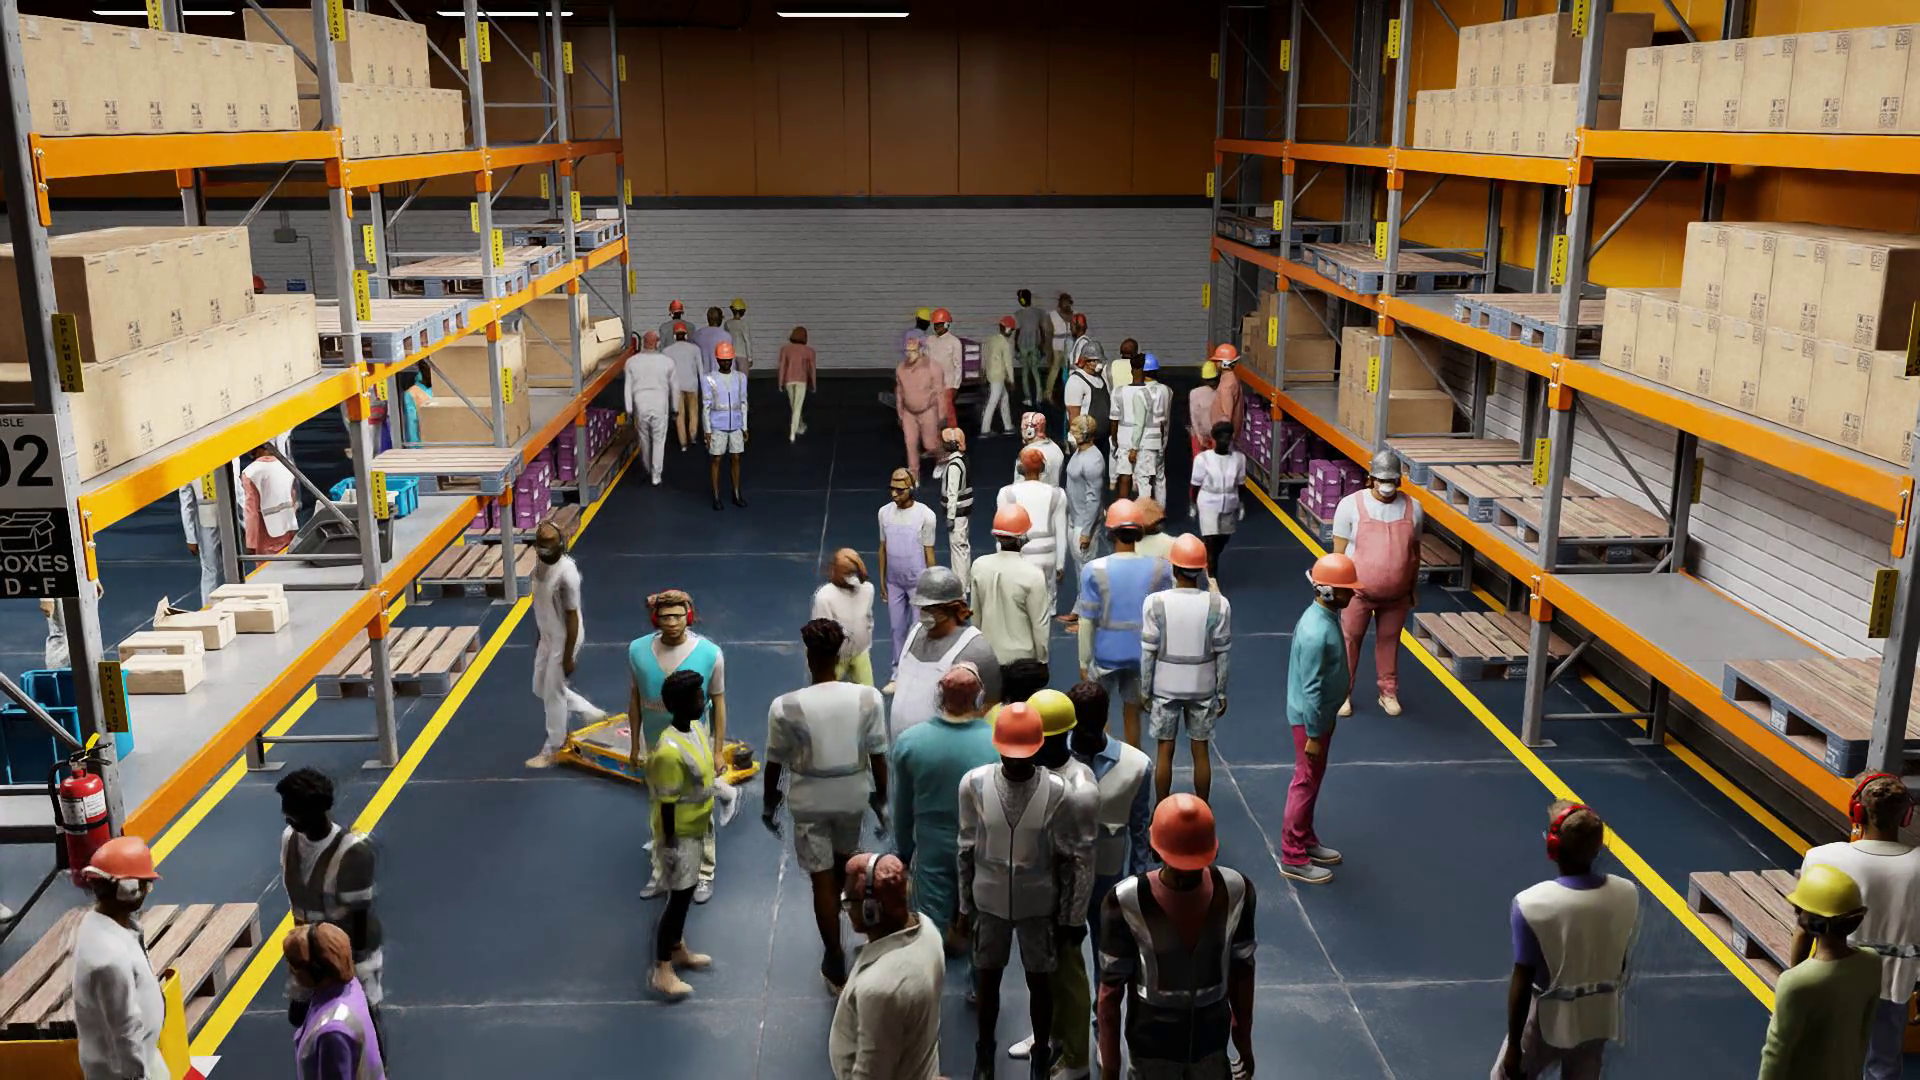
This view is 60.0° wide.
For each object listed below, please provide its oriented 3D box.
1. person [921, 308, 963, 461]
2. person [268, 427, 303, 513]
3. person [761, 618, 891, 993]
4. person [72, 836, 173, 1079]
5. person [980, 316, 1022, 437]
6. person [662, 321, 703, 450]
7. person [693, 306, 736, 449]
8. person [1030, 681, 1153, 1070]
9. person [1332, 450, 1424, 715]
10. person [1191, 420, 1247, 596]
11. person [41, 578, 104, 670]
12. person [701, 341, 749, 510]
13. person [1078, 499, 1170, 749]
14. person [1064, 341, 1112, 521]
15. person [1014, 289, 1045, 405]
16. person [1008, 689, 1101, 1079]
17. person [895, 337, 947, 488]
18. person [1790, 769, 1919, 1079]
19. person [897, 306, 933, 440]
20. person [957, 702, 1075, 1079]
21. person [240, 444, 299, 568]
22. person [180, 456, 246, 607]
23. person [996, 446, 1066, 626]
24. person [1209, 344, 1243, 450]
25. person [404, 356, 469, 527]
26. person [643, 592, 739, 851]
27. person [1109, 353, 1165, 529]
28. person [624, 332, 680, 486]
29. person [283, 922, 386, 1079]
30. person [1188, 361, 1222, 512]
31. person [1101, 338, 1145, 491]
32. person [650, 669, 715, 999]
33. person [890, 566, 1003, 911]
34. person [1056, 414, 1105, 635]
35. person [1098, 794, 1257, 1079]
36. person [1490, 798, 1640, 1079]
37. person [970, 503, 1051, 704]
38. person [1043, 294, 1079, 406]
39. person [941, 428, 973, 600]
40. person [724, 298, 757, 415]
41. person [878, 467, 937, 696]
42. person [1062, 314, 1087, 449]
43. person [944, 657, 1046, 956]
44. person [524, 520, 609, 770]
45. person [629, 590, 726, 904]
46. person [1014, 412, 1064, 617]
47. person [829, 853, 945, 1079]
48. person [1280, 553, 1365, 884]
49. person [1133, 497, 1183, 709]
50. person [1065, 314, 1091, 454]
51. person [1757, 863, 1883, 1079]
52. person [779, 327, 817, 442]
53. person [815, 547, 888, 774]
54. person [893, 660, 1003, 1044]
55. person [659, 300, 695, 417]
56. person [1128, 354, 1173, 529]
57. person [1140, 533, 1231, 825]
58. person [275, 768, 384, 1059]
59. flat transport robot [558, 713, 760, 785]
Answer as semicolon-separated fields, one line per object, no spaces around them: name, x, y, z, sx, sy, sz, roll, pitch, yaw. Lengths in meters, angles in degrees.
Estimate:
person;-0.240;-2.044;21.834;0.612;1.995;0.376;11;18;37
person;-7.726;-1.216;18.831;0.335;1.873;0.520;1;14;2
person;-0.738;1.322;8.748;0.634;1.923;0.941;-5;15;-20
person;-3.278;2.013;6.482;0.449;1.712;0.644;-6;15;-22
person;0.619;-2.285;23.353;0.773;1.696;0.576;-5;15;-18
person;-3.754;-2.106;22.599;0.599;1.720;0.660;-2;14;-8
person;-3.303;-2.190;22.518;0.638;1.938;0.357;7;16;26
person;0.597;1.562;7.832;0.590;1.919;0.393;3;15;11
person;3.132;0.327;12.434;0.673;2.000;0.535;0;14;-2
person;2.444;-0.338;15.823;0.534;1.671;0.839;-3;15;-11
person;-6.721;0.351;12.542;0.355;1.937;0.634;2;14;9
person;-2.674;-1.311;19.070;0.545;1.938;0.356;-7;16;-27
person;1.062;0.727;10.885;0.621;2.024;0.422;-2;14;-6
person;1.450;-1.208;18.461;0.535;2.000;0.681;8;16;29
person;1.095;-2.979;25.820;0.538;1.838;0.539;-4;15;-17
person;0.428;1.596;7.699;0.396;1.919;0.588;-6;15;-21
person;-0.442;-1.549;20.126;0.678;1.878;0.634;7;16;24
person;3.723;1.849;6.874;0.560;1.836;0.394;4;15;14
person;-0.606;-2.260;22.884;0.583;1.889;0.675;-11;18;-37
person;0.252;1.640;7.514;0.546;1.930;0.379;2;14;9
person;-5.858;-0.047;14.176;0.405;1.909;0.597;3;15;13
person;-6.438;-0.104;14.398;0.401;1.909;0.599;8;16;29
person;0.581;0.192;13.340;0.570;1.865;0.653;-1;14;-4
person;2.934;-1.181;18.447;0.376;1.995;0.612;4;15;14
person;-5.696;-1.041;18.075;0.574;1.910;0.649;7;16;26
person;-1.717;1.090;10.279;0.524;1.618;0.582;13;19;42
person;1.920;-1.046;17.987;0.603;1.958;0.380;4;15;16
person;-3.787;-1.647;20.562;0.660;1.847;0.993;-1;14;-2
person;-2.247;2.153;6.092;0.313;1.629;0.525;-5;15;-18
person;2.861;-1.174;18.912;0.519;1.744;0.396;0;14;-1
person;2.017;-1.506;20.027;0.635;1.842;0.429;5;15;20
person;-1.432;1.491;8.601;0.325;1.680;0.604;1;14;5
person;-0.130;1.130;9.282;0.537;2.000;0.674;-13;19;-41
person;1.069;-0.141;14.477;0.372;1.940;0.631;-2;14;-7
person;0.827;1.900;6.296;0.612;2.029;0.407;-3;15;-11
person;2.374;1.905;6.664;0.584;1.818;0.638;-4;15;-15
person;0.339;0.737;10.914;0.611;1.997;0.375;11;18;37
person;1.599;-2.903;25.651;0.615;1.803;0.977;-5;15;-19
person;-0.030;-0.240;15.480;0.314;1.633;0.518;2;14;8
person;-3.327;-2.763;25.113;0.527;1.768;0.317;10;17;35
person;-0.410;0.334;12.829;0.501;1.839;0.340;7;16;27
person;1.565;-2.142;22.526;0.343;1.847;0.513;5;15;18
person;0.251;1.432;8.901;0.869;1.648;0.536;-4;15;-16
person;-2.709;0.705;11.415;0.553;1.811;0.580;-10;17;-35
person;-1.613;1.166;9.521;0.570;1.849;0.380;3;15;10
person;0.662;-0.195;14.774;0.399;1.900;0.644;8;17;30
person;-0.275;2.030;6.044;0.398;1.899;0.654;3;15;12
person;2.124;1.036;9.778;0.409;1.987;0.607;5;15;17
person;1.484;0.486;12.726;0.277;1.616;0.639;-10;18;-35
person;1.602;-2.084;22.235;0.371;1.877;0.594;1;14;3
person;3.173;2.050;6.231;0.525;1.762;0.339;-7;16;-25
person;-2.268;-2.181;23.238;0.505;1.557;0.929;2;14;8
person;-0.829;0.795;11.467;0.504;1.603;0.692;-10;17;-34
person;-0.027;1.512;8.132;0.649;1.873;0.917;3;15;13
person;-4.223;-2.718;24.954;0.573;1.752;0.327;-3;15;-12
person;2.043;-1.045;18.010;0.391;1.943;0.617;13;19;42
person;1.396;0.907;10.360;0.552;1.938;0.356;1;14;5
person;-2.780;1.801;7.378;0.548;1.680;0.367;6;15;22
flat transport robot;-2.135;1.462;11.508;1.431;0.197;0.652;10;17;34
